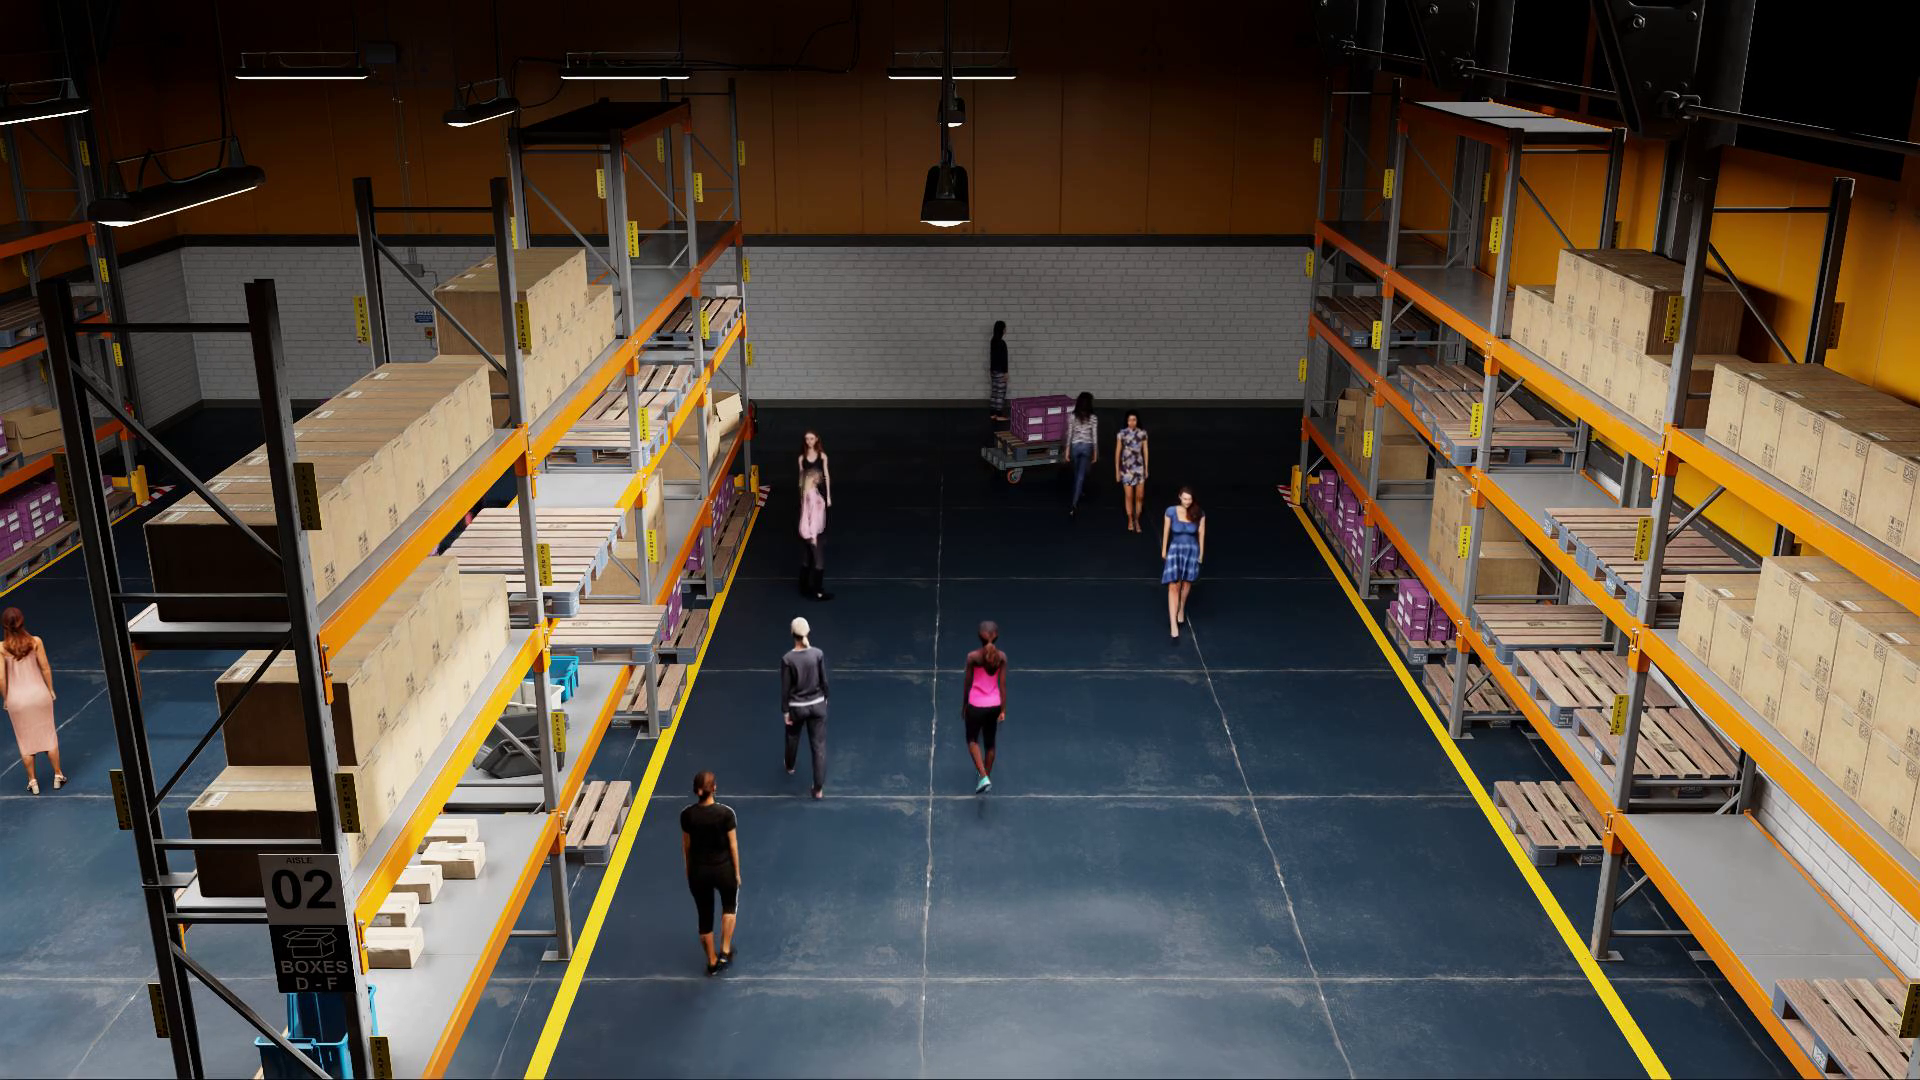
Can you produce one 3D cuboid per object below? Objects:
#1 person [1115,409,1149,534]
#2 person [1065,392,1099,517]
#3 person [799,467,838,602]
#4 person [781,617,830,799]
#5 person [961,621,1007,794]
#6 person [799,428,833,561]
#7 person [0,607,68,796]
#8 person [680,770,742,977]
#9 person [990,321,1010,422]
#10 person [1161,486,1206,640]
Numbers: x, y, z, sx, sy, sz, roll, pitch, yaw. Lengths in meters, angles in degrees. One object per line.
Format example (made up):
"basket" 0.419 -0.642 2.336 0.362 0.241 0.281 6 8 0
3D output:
"person" 2.372 -0.977 22.918 0.627 1.723 0.653 0 19 1
"person" 1.704 -1.164 23.441 0.863 1.742 1.212 5 19 16
"person" -1.842 -0.085 20.332 0.755 1.681 0.647 -6 20 -18
"person" -1.404 1.577 15.382 0.784 1.693 1.060 -4 19 -12
"person" 0.240 1.584 15.328 0.673 1.712 0.870 -4 19 -12
"person" -1.895 -0.642 21.913 0.595 1.728 1.010 0 19 -1
"person" -8.650 1.481 15.448 0.663 1.831 0.669 -10 21 -28
"person" -1.888 2.545 12.562 0.605 1.658 0.568 1 19 3
"person" 0.664 -2.927 28.692 0.741 1.733 0.616 -10 21 -27
"person" 2.585 0.233 19.291 0.662 1.743 1.157 1 19 3
